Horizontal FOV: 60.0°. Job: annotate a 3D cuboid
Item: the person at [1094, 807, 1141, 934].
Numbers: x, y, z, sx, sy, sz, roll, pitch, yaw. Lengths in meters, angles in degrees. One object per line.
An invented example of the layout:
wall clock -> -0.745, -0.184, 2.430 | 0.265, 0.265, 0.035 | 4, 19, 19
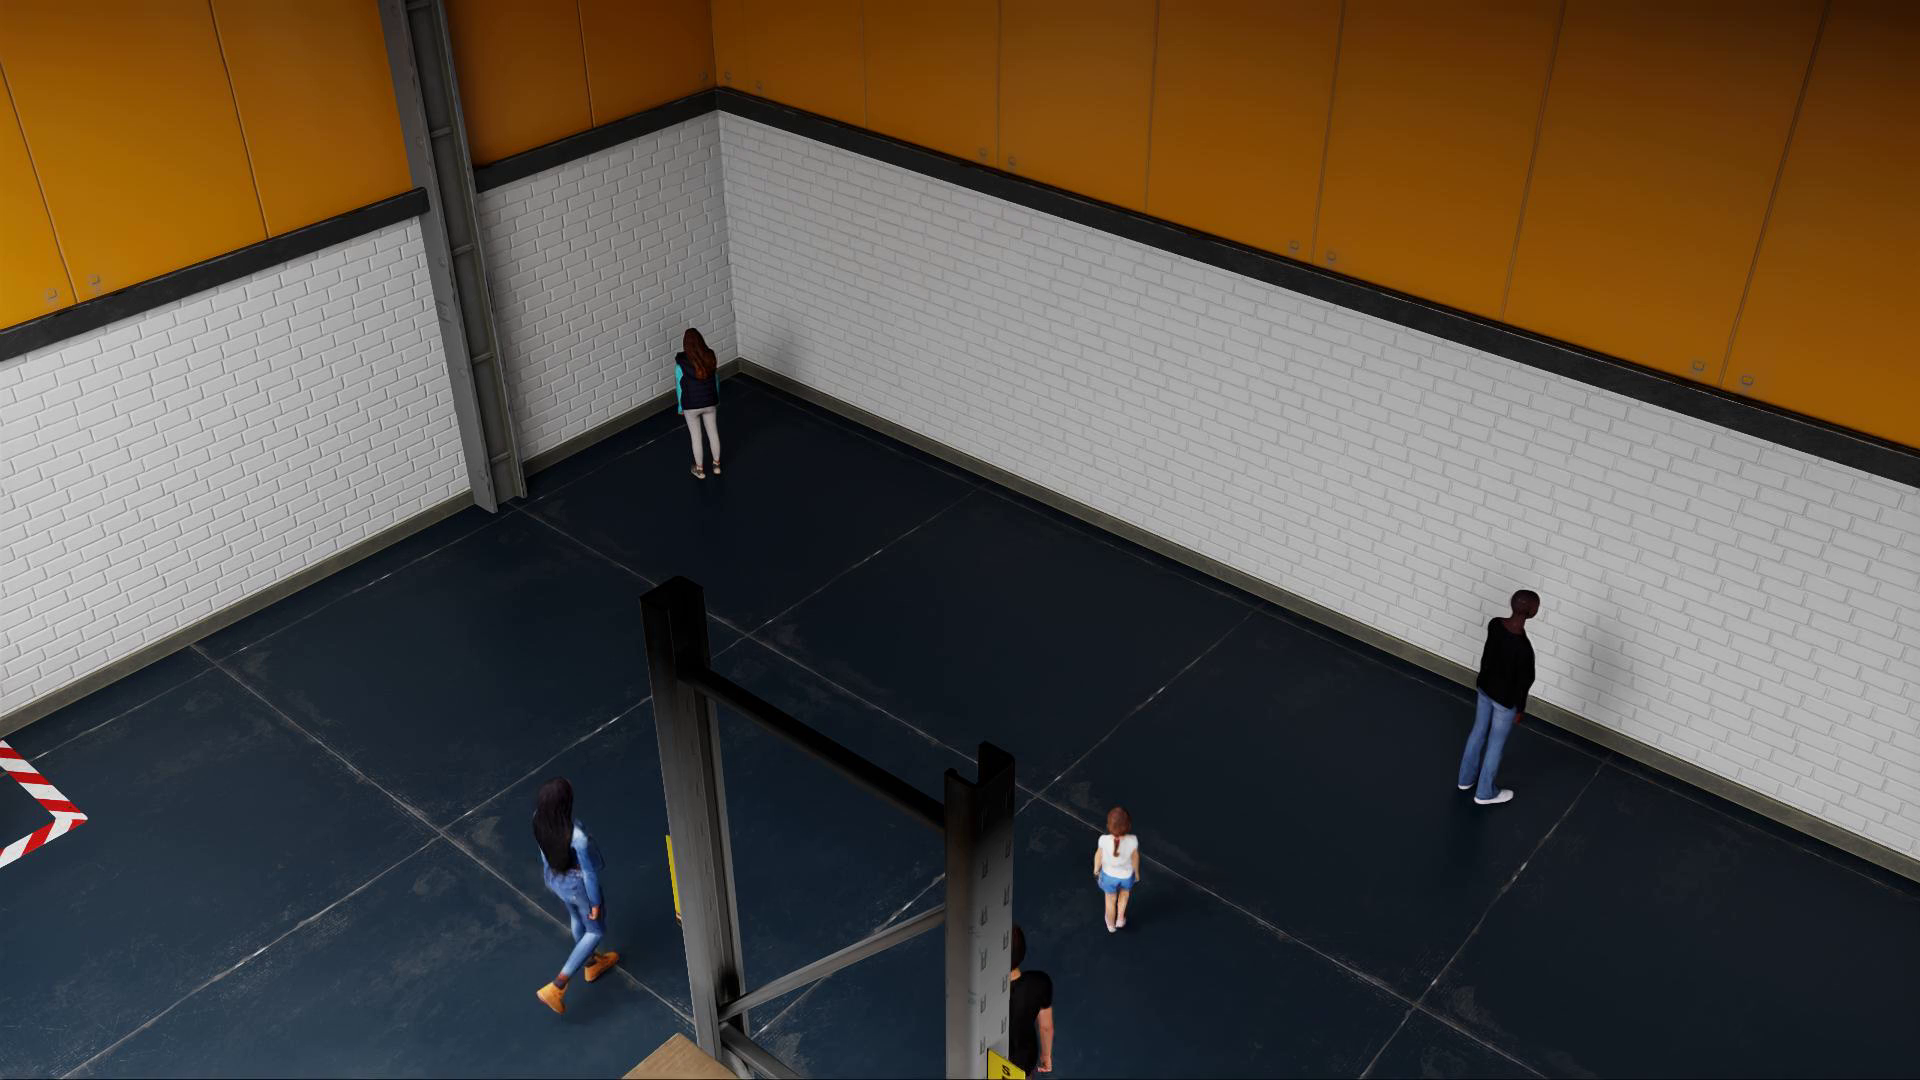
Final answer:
person -> 1.009, 2.145, 10.647 | 0.499, 1.016, 0.545 | 1, 34, 2

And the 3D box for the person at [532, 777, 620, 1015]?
person -> -2.388, 2.151, 10.024 | 0.663, 1.696, 0.949 | 20, 39, 27

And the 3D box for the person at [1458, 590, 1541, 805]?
person -> 3.757, 1.080, 11.587 | 0.687, 1.749, 0.677 | -12, 36, -18

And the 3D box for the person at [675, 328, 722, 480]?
person -> -2.400, -1.273, 15.351 | 0.638, 1.501, 0.727 | -15, 36, -21
